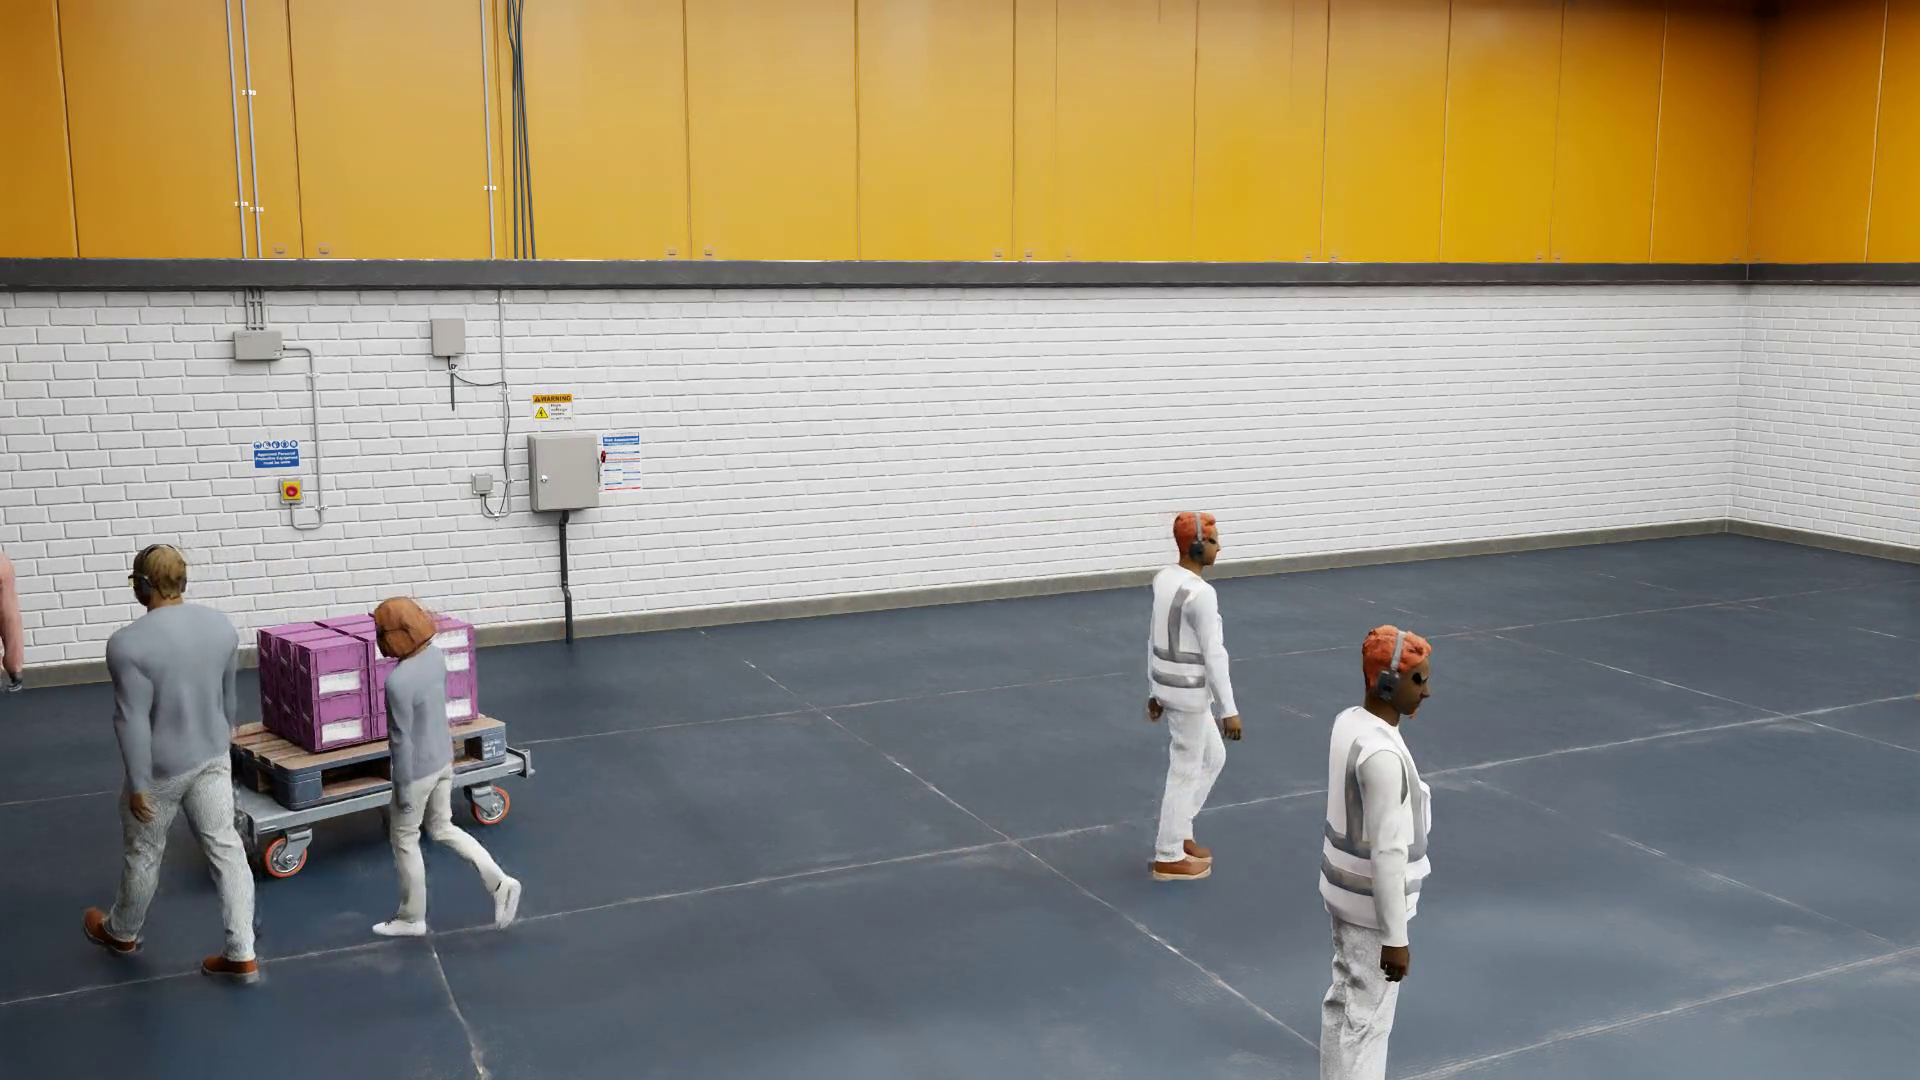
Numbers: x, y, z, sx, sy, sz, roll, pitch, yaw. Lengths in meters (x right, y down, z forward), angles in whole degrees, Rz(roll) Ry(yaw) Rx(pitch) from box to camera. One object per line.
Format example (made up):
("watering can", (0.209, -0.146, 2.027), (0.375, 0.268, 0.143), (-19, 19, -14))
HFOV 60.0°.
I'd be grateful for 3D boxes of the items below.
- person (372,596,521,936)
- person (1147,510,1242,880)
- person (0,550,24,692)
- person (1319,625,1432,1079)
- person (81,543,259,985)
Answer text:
("person", (-2.360, 1.030, 7.478), (0.642, 1.611, 0.521), (2, 9, 10))
("person", (1.178, 0.783, 8.239), (0.492, 1.866, 0.581), (-1, 9, -7))
("person", (-5.409, 0.663, 8.934), (0.689, 1.880, 0.432), (-5, 10, -29))
("person", (1.377, 1.213, 5.520), (0.354, 1.886, 0.573), (0, 9, 0))
("person", (-3.417, 0.946, 7.180), (1.020, 1.881, 0.648), (5, 10, 27))
